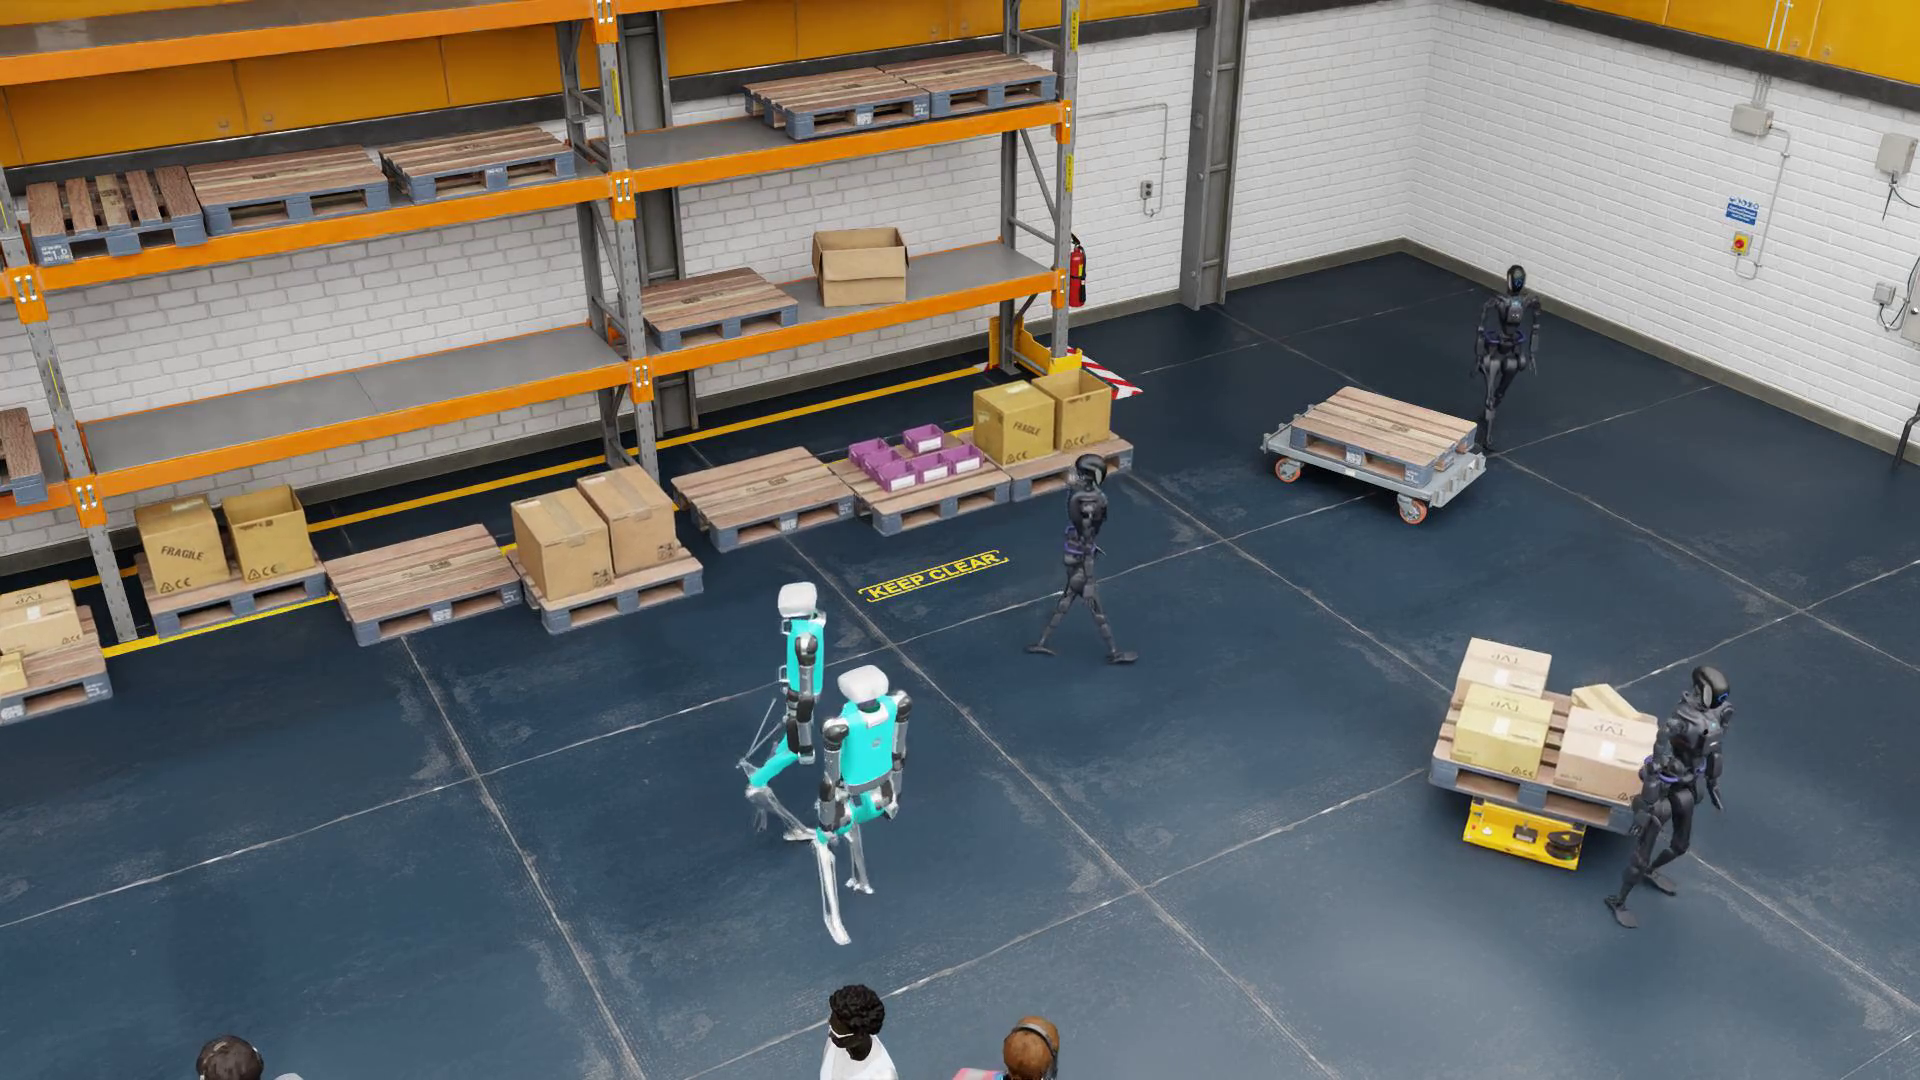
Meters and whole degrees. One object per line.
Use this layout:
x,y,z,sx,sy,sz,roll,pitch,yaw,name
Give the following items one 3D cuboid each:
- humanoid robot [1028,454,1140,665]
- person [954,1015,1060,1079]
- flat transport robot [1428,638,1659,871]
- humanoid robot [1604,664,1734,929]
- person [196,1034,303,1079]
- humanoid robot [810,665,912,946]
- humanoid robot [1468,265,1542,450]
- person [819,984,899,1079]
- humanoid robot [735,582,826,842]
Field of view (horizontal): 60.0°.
0.865,0.124,11.378,0.792,1.631,0.609,2,30,3,humanoid robot
0.253,2.639,6.711,0.640,1.834,0.437,10,31,18,person
3.597,1.486,10.344,0.659,0.231,1.431,13,32,21,flat transport robot
3.914,1.354,9.144,0.600,1.638,0.398,-14,32,-24,humanoid robot
-2.669,2.692,6.573,0.409,1.876,0.543,13,32,22,person
-0.654,1.369,9.090,0.531,1.800,0.797,-20,35,-32,humanoid robot
4.741,-1.611,14.448,0.583,1.621,0.791,-1,29,-2,humanoid robot
-0.417,2.536,7.032,0.319,1.697,0.532,-16,33,-26,person
-1.090,1.108,9.622,0.701,1.895,0.539,-3,30,-5,humanoid robot
